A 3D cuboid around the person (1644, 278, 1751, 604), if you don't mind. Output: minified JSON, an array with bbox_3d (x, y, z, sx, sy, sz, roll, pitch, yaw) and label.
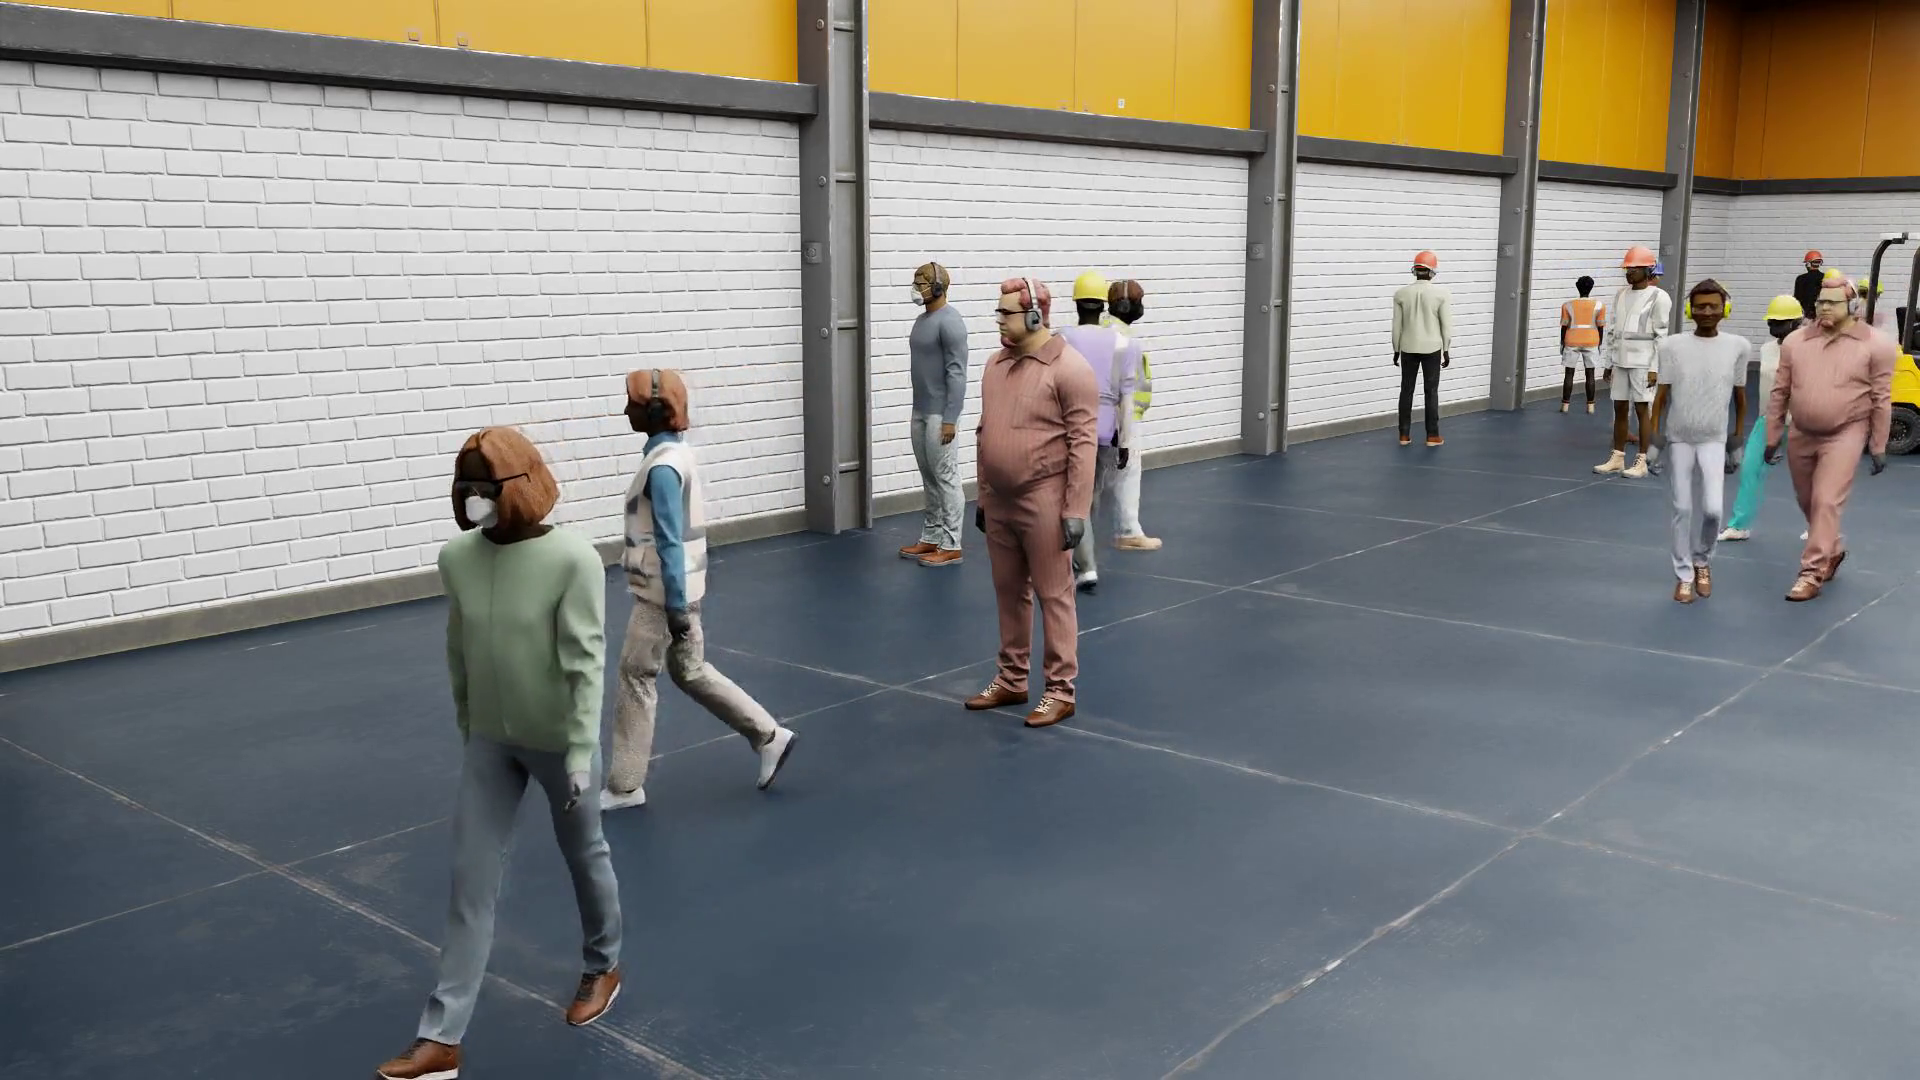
[{"bbox_3d":[4.182,-0.547,9.468,0.524,1.844,0.408,4,11,22],"label":"person"}]

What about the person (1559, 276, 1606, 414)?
[{"bbox_3d":[7.645,-2.397,20.460,0.532,1.690,0.322,3,11,19],"label":"person"}]

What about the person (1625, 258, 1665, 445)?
[{"bbox_3d":[7.032,-1.926,17.092,0.587,1.919,0.608,-4,11,-21],"label":"person"}]

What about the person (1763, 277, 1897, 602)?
[{"bbox_3d":[5.121,-0.615,9.807,0.951,1.871,0.658,-8,13,-39],"label":"person"}]

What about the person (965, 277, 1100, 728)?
[{"bbox_3d":[0.280,-0.160,7.106,0.402,1.904,0.652,-9,13,-40],"label":"person"}]

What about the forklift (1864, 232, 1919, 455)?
[{"bbox_3d":[9.955,-1.972,16.595,2.313,2.155,1.214,1,10,8],"label":"forklift"}]

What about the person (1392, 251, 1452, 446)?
[{"bbox_3d":[4.753,-1.966,17.126,0.609,1.996,0.379,6,11,29],"label":"person"}]

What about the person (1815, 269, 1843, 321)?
[{"bbox_3d":[10.852,-2.495,20.793,0.525,1.769,0.309,-4,11,-22],"label":"person"}]

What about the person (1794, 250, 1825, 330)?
[{"bbox_3d":[13.103,-3.458,25.652,0.613,1.988,0.402,-2,10,-11],"label":"person"}]

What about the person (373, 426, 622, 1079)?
[{"bbox_3d":[-1.099,0.522,4.101,0.519,1.589,0.836,3,11,19],"label":"person"}]

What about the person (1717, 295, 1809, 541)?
[{"bbox_3d":[5.703,-0.830,11.472,0.912,1.714,0.529,-3,10,-17],"label":"person"}]

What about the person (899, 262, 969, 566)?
[{"bbox_3d":[-0.164,-0.806,10.681,0.362,1.939,0.636,-4,11,-23],"label":"person"}]

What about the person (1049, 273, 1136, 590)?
[{"bbox_3d":[0.750,-0.662,10.053,0.607,1.887,0.978,-2,10,-10],"label":"person"}]

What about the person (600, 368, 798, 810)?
[{"bbox_3d":[-1.001,0.181,6.001,0.749,1.616,0.518,-1,10,-3],"label":"person"}]

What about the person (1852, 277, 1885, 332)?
[{"bbox_3d":[9.599,-1.961,17.881,0.792,1.738,0.544,-4,11,-22],"label":"person"}]

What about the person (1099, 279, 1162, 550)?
[{"bbox_3d":[1.002,-0.832,11.156,0.674,1.826,0.636,0,10,-1],"label":"person"}]

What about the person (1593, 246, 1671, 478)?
[{"bbox_3d":[5.958,-1.570,14.739,0.370,2.044,0.608,-5,11,-26],"label":"person"}]
